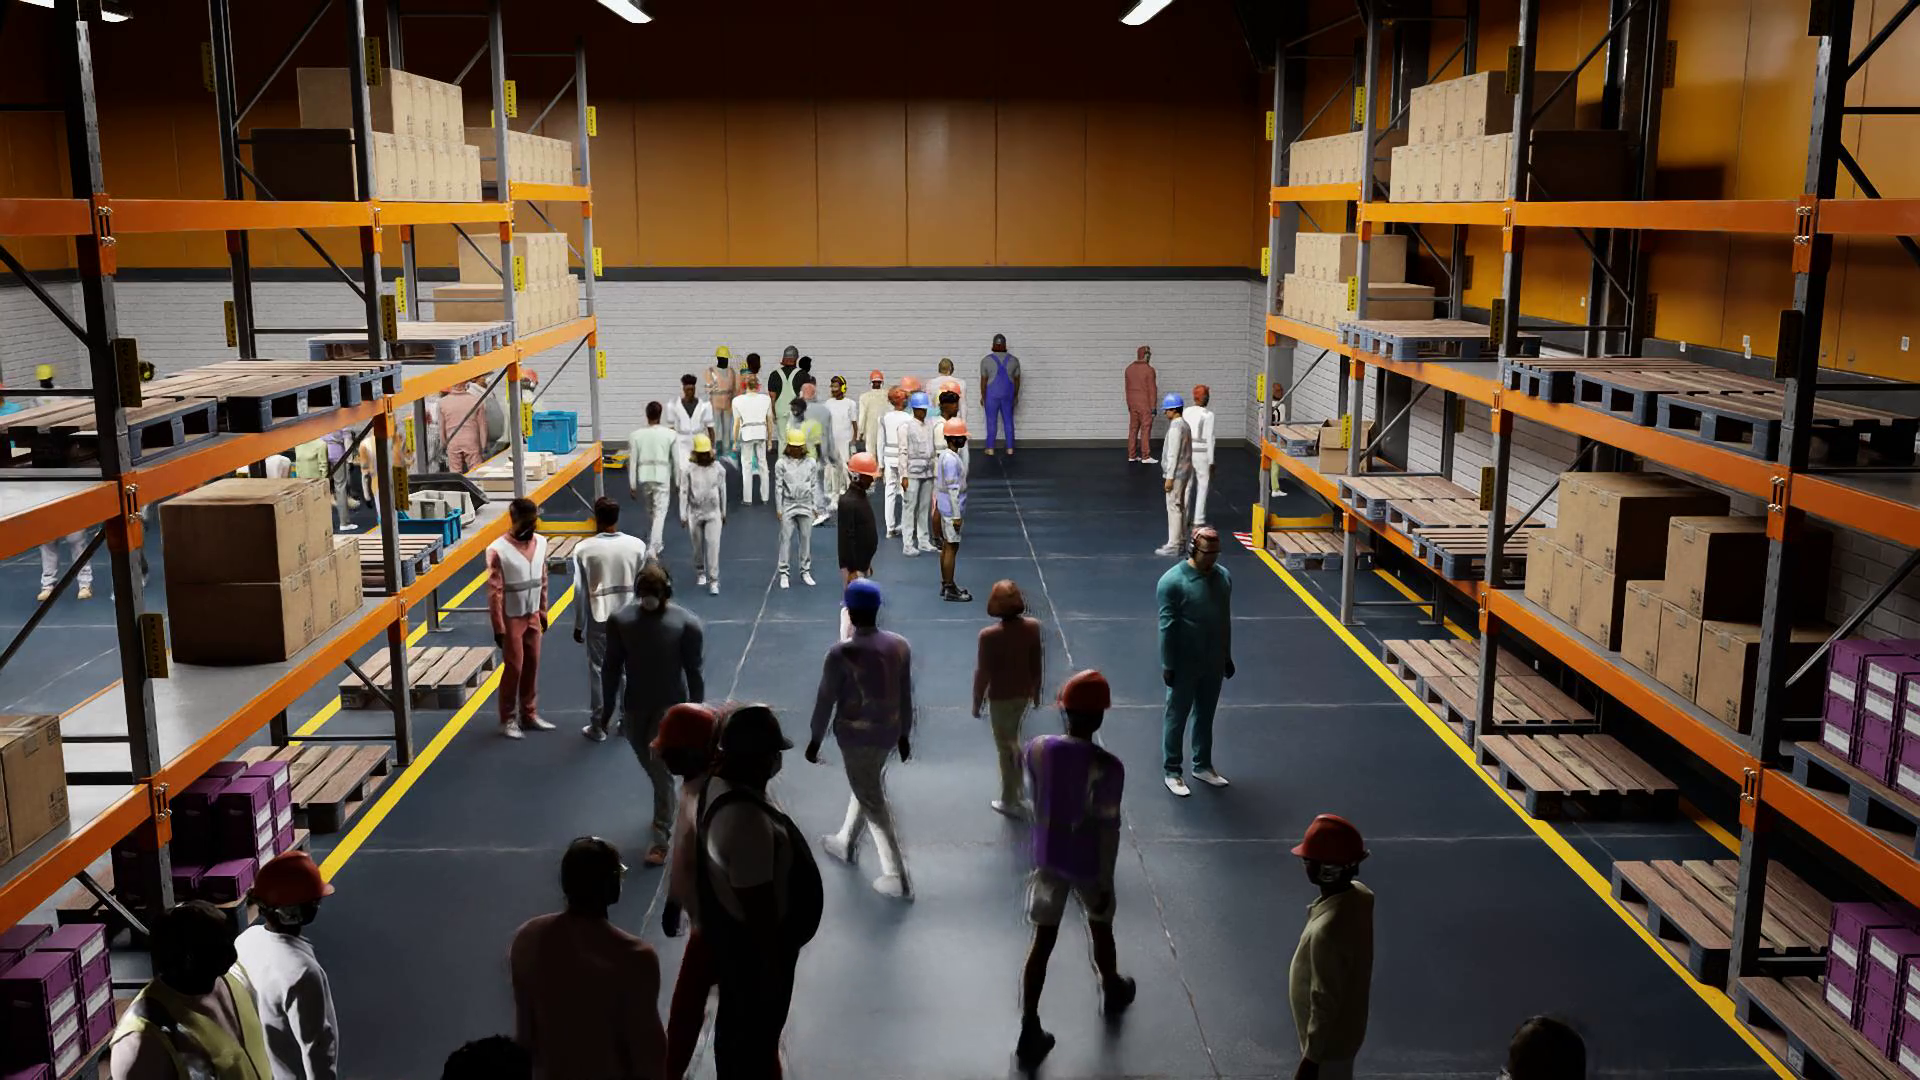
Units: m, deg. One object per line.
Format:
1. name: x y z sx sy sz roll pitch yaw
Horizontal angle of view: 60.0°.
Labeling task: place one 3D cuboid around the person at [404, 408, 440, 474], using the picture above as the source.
1. person: -6.502 -0.735 20.121 0.559 1.719 0.482 3 12 13

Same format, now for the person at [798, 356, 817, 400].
1. person: -2.549 -2.179 27.424 0.541 1.695 0.316 8 14 35

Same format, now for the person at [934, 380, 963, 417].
1. person: -0.157 -1.006 20.817 0.393 1.985 0.611 1 11 5

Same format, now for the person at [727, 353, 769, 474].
1. person: -3.287 -1.949 25.760 0.521 1.900 0.614 -4 12 -21

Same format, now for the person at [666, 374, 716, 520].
1. person: -3.558 -1.230 22.092 0.634 1.915 0.976 -3 12 -14

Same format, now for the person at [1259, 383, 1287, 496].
1. person: 4.499 -1.442 23.893 0.289 1.632 0.497 -8 14 -36

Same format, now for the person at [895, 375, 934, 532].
1. person: -0.535 -1.133 21.420 0.863 2.014 0.611 -10 15 -41

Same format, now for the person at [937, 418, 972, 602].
1. person: -0.057 -0.322 17.507 0.359 1.938 0.545 -2 11 -8

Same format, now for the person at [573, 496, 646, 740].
1. person: -2.709 0.609 12.931 0.592 1.907 0.415 -8 14 -34

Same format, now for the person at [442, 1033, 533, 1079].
1. person: -1.158 2.265 4.616 0.992 1.898 0.673 9 15 39

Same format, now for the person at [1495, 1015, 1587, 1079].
1. person: 1.878 2.229 4.932 1.033 1.875 0.641 -6 13 -26

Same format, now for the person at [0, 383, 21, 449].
1. person: -13.322 -1.348 23.148 0.574 1.741 0.353 -7 13 -31

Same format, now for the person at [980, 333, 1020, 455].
1. person: 0.647 -2.456 27.945 0.688 2.000 0.536 -2 12 -12

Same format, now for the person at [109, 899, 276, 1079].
1. person: -2.527 2.095 5.623 0.429 1.845 0.633 1 11 6

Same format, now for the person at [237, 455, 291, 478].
1. person: -7.207 -0.235 17.331 0.565 1.836 0.391 -11 15 -43

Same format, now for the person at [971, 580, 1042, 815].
1. person: 0.293 1.062 11.337 0.522 1.618 0.425 -8 14 -35

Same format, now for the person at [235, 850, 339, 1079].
1. person: -2.486 2.010 6.275 0.572 1.748 0.342 10 15 42

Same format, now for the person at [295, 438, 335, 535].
1. person: -7.569 -0.615 19.431 0.517 1.759 0.334 6 13 27

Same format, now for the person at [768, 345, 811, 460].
1. person: -2.564 -1.965 25.487 0.674 2.000 0.535 2 11 10

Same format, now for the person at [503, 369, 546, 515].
1. person: -5.837 -1.315 22.445 0.744 1.951 0.541 5 12 25

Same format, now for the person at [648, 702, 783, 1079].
1. person: -1.229 1.679 7.419 0.957 1.948 0.630 -4 12 -18

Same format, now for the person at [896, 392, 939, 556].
1. person: -0.491 -0.794 19.849 0.390 1.948 0.605 10 15 42

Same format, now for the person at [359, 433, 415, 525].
1. person: -6.531 -0.595 18.995 0.583 1.903 0.845 -6 13 -28

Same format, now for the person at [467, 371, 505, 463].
1. person: -6.568 -1.478 23.046 0.536 2.000 0.676 1 11 3

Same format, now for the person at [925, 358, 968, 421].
1. person: -0.196 -1.701 24.436 0.627 1.934 0.370 1 11 4

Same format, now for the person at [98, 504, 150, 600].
1. person: -8.958 -0.216 17.825 0.527 1.622 0.742 -2 11 -11

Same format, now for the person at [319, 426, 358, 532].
1. person: -8.032 -1.064 21.254 0.593 1.924 0.381 1 11 4

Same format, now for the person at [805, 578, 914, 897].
1. person: -0.589 1.174 10.118 0.622 1.898 0.997 -10 15 -41

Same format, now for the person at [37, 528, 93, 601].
1. person: -9.484 -0.369 17.480 0.688 2.000 0.536 -2 11 -11

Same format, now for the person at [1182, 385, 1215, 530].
1. person: 3.035 -1.056 21.352 0.344 1.877 0.576 -10 15 -40

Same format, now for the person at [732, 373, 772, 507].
1. person: -2.865 -1.376 23.025 0.569 1.843 0.373 -5 13 -26

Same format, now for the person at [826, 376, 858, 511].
1. person: -1.630 -1.299 22.578 0.532 1.868 0.310 7 13 32

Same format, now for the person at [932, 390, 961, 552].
1. person: -0.174 -0.831 20.028 0.384 1.958 0.599 1 11 4

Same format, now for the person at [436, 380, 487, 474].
1. person: -6.704 -1.297 22.476 0.643 1.908 0.399 -1 11 -6

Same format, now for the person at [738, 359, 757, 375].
1. person: -3.375 -2.022 26.547 0.321 1.738 0.486 -3 12 -14

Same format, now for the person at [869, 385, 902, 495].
1. person: -1.022 -1.431 23.890 0.712 1.604 0.519 -3 12 -13

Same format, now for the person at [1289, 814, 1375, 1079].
1. person: 1.462 1.936 6.647 0.324 1.752 0.560 5 12 24

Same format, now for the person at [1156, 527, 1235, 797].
1. person: 1.691 0.845 11.753 0.639 1.902 0.407 -7 13 -33

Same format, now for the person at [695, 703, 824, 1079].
1. person: -0.857 1.680 7.207 0.538 2.000 0.688 -5 12 -22

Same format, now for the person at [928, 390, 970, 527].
1. person: -0.156 -0.933 20.723 0.601 1.882 0.983 2 11 8

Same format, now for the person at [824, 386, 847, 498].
1. person: -1.748 -1.412 23.755 0.314 1.632 0.522 9 14 37

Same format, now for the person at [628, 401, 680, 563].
1. person: -3.597 -0.688 19.539 0.581 1.877 0.979 1 11 7

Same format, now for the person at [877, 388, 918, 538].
1. person: -0.754 -0.951 20.799 0.575 1.883 0.362 5 12 23

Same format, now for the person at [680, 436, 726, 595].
1. person: -2.760 -0.284 17.924 0.500 1.689 0.921 -2 12 -12

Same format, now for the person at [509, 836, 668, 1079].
1. person: -1.280 1.981 5.996 0.650 1.941 0.489 5 12 24

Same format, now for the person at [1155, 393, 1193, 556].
1. person: 2.565 -0.778 19.821 0.420 1.931 0.622 4 12 18

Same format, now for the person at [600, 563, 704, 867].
1. person: -1.949 1.049 10.751 0.639 1.904 0.976 2 11 9

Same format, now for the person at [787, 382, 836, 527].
1. person: -1.880 -1.127 21.804 0.664 1.855 0.893 -11 16 -44

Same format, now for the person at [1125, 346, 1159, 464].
1. person: 2.969 -2.192 26.961 0.409 1.907 0.649 -9 15 -39

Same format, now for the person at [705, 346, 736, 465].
1. person: -3.837 -2.175 26.861 0.592 1.919 0.407 -10 15 -41

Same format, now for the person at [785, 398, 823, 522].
1. person: -2.069 -1.009 21.627 0.586 1.670 0.570 7 13 32

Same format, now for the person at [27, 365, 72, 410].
1. person: -13.018 -1.577 23.893 0.656 1.900 0.471 -2 12 -12

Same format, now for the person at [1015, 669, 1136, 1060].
1. person: 0.570 1.562 8.205 0.548 1.889 0.993 6 13 29

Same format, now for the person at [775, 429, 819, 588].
1. person: -1.770 -0.345 18.117 0.489 1.741 0.322 -5 12 -22

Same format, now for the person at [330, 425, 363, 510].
1. person: -8.509 -1.236 22.803 0.847 1.644 0.542 6 13 26

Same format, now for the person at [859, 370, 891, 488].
1. person: -1.229 -1.633 24.541 0.573 1.750 0.332 -4 12 -20

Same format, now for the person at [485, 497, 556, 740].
1. person: -3.451 0.599 12.986 0.400 1.906 0.610 6 13 28

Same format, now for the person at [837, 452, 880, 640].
1. person: -0.891 0.210 14.716 0.389 1.986 0.608 2 11 9
